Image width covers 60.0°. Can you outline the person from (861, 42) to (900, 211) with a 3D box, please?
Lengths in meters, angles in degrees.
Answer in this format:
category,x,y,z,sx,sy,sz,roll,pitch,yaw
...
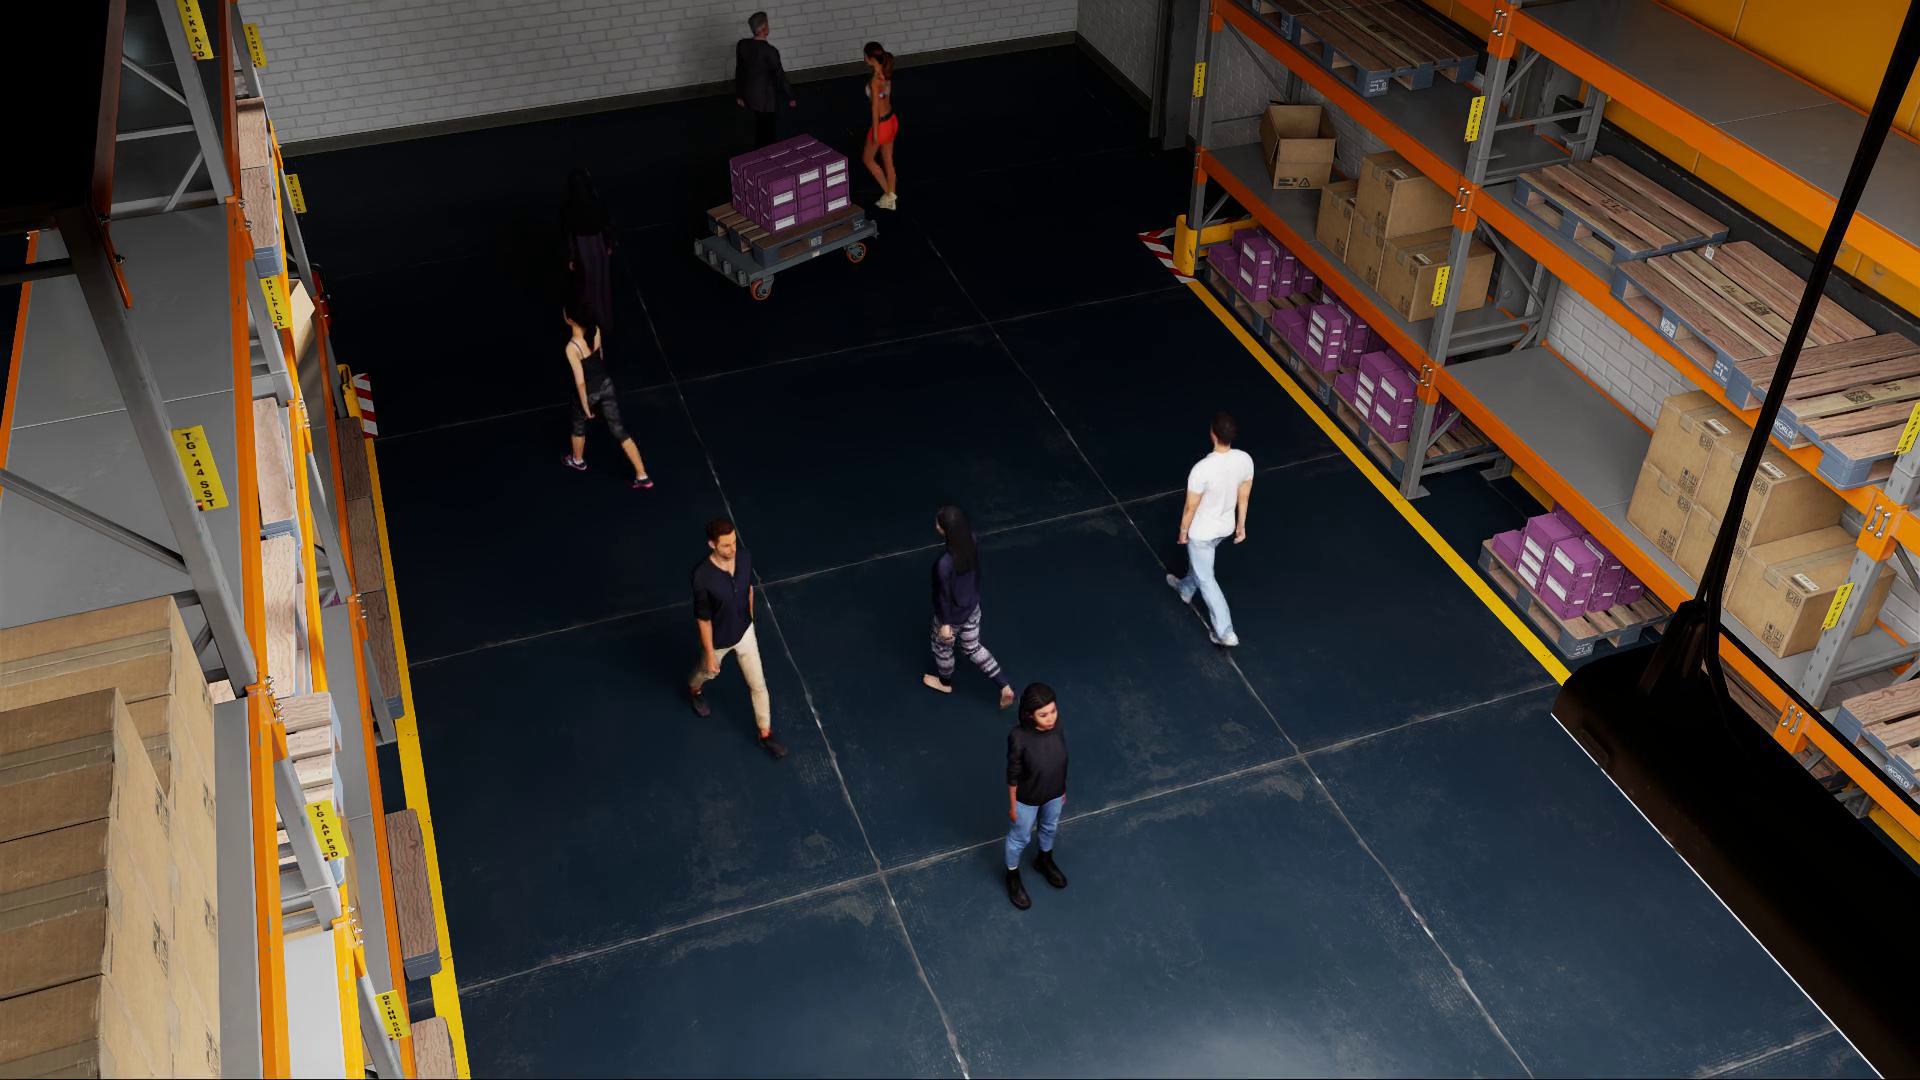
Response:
category,x,y,z,sx,sy,sz,roll,pitch,yaw
person,-0.717,-4.192,16.986,0.797,1.777,0.732,15,41,18

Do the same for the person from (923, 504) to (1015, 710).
category,x,y,z,sx,sy,sz,roll,pitch,yaw
person,0.050,0.487,11.180,1.080,1.709,0.951,24,44,27

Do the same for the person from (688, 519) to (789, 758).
category,x,y,z,sx,sy,sz,roll,pitch,yaw
person,-1.604,0.584,10.972,0.905,1.818,1.263,-26,45,-29

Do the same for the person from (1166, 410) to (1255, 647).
category,x,y,z,sx,sy,sz,roll,pitch,yaw
person,1.817,-0.054,11.763,0.820,1.828,1.232,-20,43,-23

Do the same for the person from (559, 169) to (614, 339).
category,x,y,z,sx,sy,sz,roll,pitch,yaw
person,-3.365,-2.581,15.104,0.604,1.608,0.820,-13,40,-16

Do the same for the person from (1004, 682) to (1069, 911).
category,x,y,z,sx,sy,sz,roll,pitch,yaw
person,0.448,1.499,9.924,0.601,1.696,0.601,-23,44,-26

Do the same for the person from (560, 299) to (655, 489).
category,x,y,z,sx,sy,sz,roll,pitch,yaw
person,-2.824,-1.116,13.215,1.235,1.675,1.044,23,44,26

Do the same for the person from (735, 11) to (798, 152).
category,x,y,z,sx,sy,sz,roll,pitch,yaw
person,-2.139,-4.598,17.465,1.137,1.813,1.099,29,47,32
